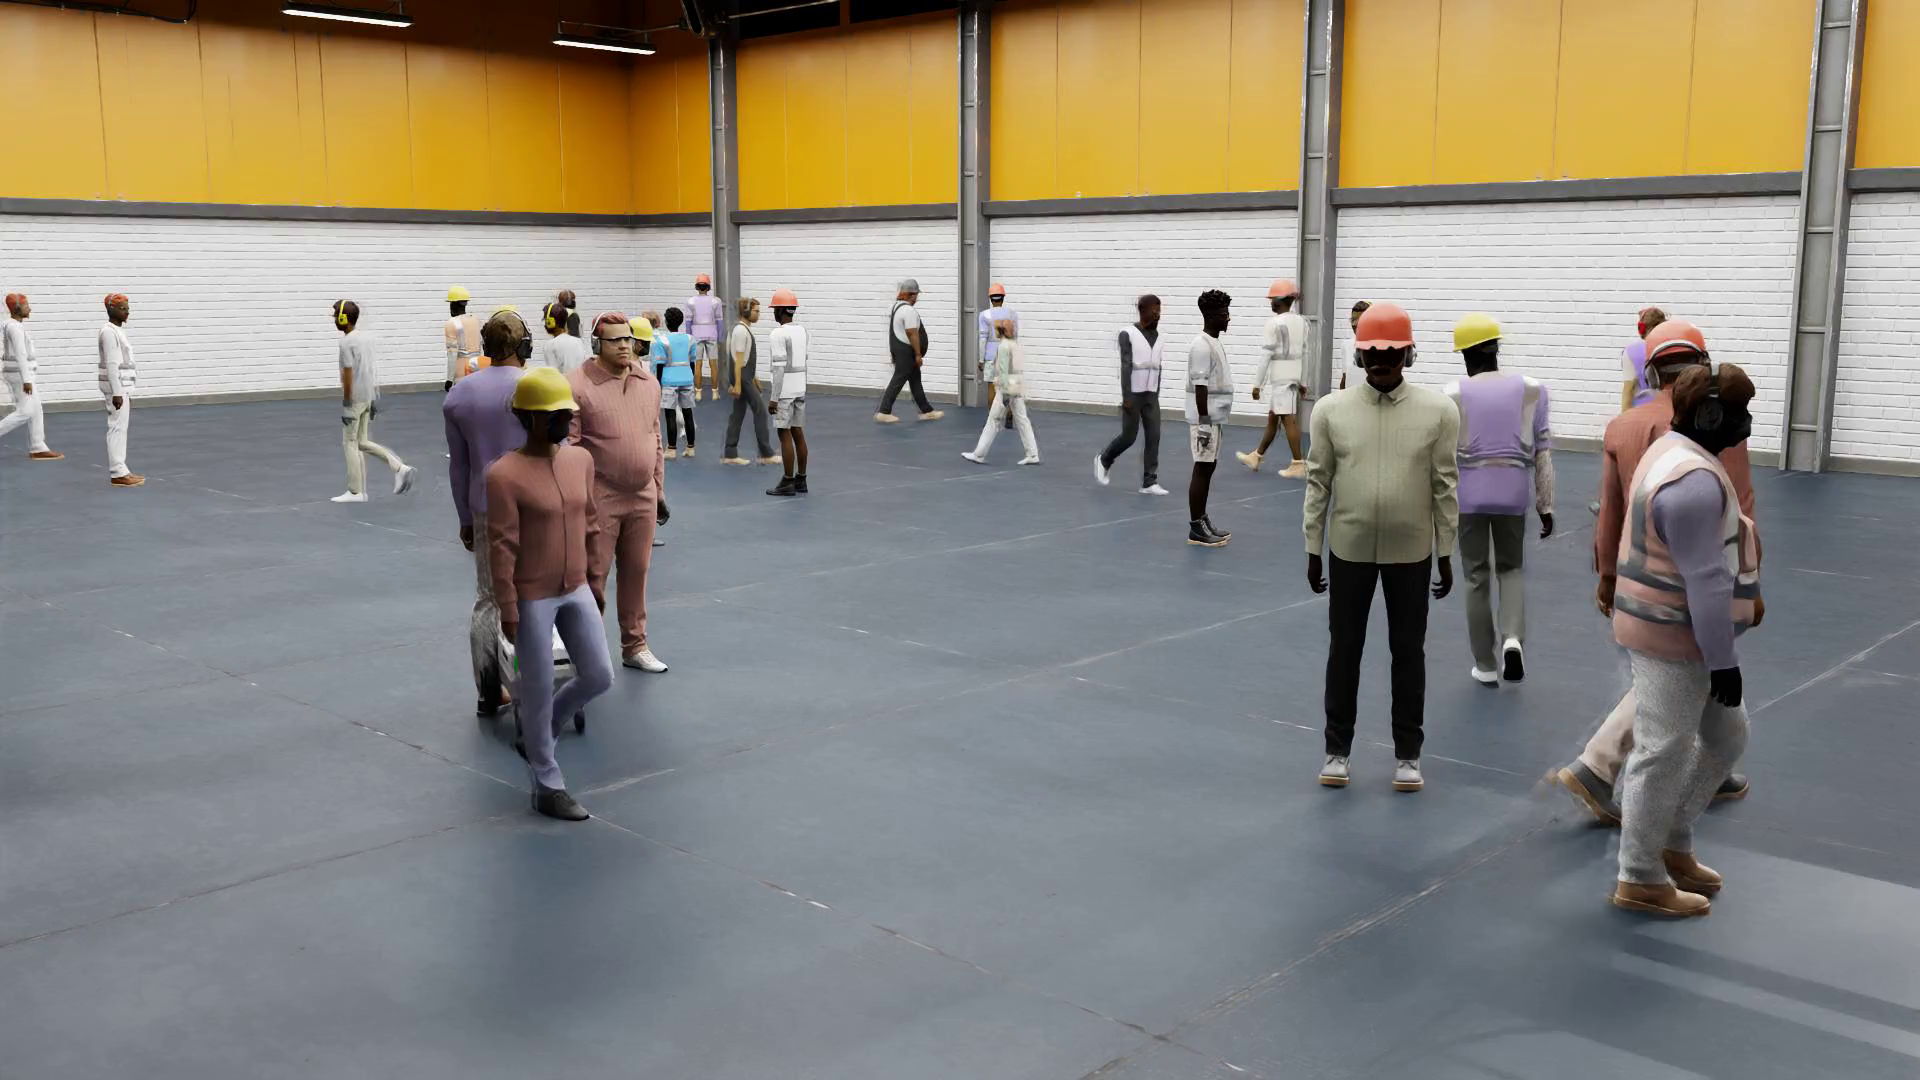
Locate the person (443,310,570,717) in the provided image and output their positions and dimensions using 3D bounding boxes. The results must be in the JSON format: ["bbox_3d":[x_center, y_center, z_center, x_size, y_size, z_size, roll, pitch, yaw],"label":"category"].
[{"bbox_3d":[-2.113,-0.110,7.846,0.623,1.932,0.369,3,10,16],"label":"person"}]

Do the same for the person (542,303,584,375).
[{"bbox_3d":[-3.538,-1.175,14.720,0.977,1.816,0.540,6,11,31],"label":"person"}]

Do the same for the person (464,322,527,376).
[{"bbox_3d":[-3.907,-1.004,14.062,0.535,1.692,0.323,-2,9,-12],"label":"person"}]

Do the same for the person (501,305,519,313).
[{"bbox_3d":[-5.428,-1.967,19.953,0.889,1.704,0.498,2,9,13],"label":"person"}]

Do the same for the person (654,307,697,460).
[{"bbox_3d":[-3.160,-1.732,18.485,0.532,1.697,0.319,-8,12,-42],"label":"person"}]

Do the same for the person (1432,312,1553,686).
[{"bbox_3d":[2.678,-0.195,8.420,0.632,1.902,0.470,1,9,7],"label":"person"}]

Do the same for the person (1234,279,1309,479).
[{"bbox_3d":[3.166,-1.634,16.939,0.983,2.000,0.635,9,13,42],"label":"person"}]

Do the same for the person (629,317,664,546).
[{"bbox_3d":[-2.422,-0.790,12.517,0.320,1.762,0.522,2,9,10],"label":"person"}]

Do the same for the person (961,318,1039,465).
[{"bbox_3d":[0.470,-1.597,17.972,0.867,1.588,0.545,3,10,20],"label":"person"}]

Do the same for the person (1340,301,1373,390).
[{"bbox_3d":[3.343,-1.047,13.804,0.329,1.861,0.506,-8,12,-40],"label":"person"}]

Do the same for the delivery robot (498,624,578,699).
[{"bbox_3d":[-1.980,0.532,7.810,0.477,0.478,0.707,-4,10,-22],"label":"delivery robot"}]

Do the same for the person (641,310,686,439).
[{"bbox_3d":[-3.747,-2.053,20.703,0.773,1.614,0.524,-4,10,-24],"label":"person"}]

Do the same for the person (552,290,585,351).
[{"bbox_3d":[-5.520,-2.584,23.294,0.607,1.829,0.641,-7,12,-38],"label":"person"}]

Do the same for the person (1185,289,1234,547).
[{"bbox_3d":[1.921,-0.941,12.811,0.361,1.965,0.613,3,10,16],"label":"person"}]

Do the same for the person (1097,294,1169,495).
[{"bbox_3d":[1.663,-1.384,15.769,0.603,1.889,0.781,-7,12,-38],"label":"person"}]

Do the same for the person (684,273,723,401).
[{"bbox_3d":[-4.116,-3.258,26.779,0.606,2.044,0.373,-1,9,-9],"label":"person"}]

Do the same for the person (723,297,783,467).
[{"bbox_3d":[-2.175,-1.679,17.790,0.833,1.810,0.533,-1,9,-7],"label":"person"}]

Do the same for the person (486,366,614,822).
[{"bbox_3d":[-1.587,0.206,6.403,0.407,1.752,0.549,6,11,34],"label":"person"}]

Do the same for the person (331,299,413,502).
[{"bbox_3d":[-5.398,-1.250,15.083,0.634,1.854,0.526,1,9,3],"label":"person"}]

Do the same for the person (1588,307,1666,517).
[{"bbox_3d":[5.556,-0.983,13.556,0.597,1.795,0.939,-2,9,-12],"label":"person"}]

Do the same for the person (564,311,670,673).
[{"bbox_3d":[-1.765,-0.221,8.580,0.403,1.906,0.651,9,13,43],"label":"person"}]

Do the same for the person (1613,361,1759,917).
[{"bbox_3d":[2.398,0.337,5.423,0.511,1.830,0.628,4,10,22],"label":"person"}]

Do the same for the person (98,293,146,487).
[{"bbox_3d":[-8.211,-1.459,16.246,0.354,1.881,0.576,-3,10,-19],"label":"person"}]

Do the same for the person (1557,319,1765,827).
[{"bbox_3d":[2.721,0.115,6.447,0.985,1.930,0.677,-4,10,-24],"label":"person"}]

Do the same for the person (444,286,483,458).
[{"bbox_3d":[-5.579,-1.877,18.668,0.363,1.928,0.587,3,10,18],"label":"person"}]

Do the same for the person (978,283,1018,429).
[{"bbox_3d":[0.498,-2.426,22.030,0.542,1.929,0.374,-2,10,-15],"label":"person"}]

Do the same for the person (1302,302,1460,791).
[{"bbox_3d":[1.706,0.034,6.773,0.618,1.990,0.401,2,10,13],"label":"person"}]

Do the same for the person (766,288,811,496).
[{"bbox_3d":[-1.632,-1.382,15.598,0.356,1.937,0.552,4,10,25],"label":"person"}]

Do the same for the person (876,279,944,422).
[{"bbox_3d":[-0.724,-2.657,23.104,1.020,2.000,0.705,-3,10,-16],"label":"person"}]

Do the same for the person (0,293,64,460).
[{"bbox_3d":[-10.362,-1.770,18.224,0.759,1.862,0.585,-5,10,-27],"label":"person"}]
